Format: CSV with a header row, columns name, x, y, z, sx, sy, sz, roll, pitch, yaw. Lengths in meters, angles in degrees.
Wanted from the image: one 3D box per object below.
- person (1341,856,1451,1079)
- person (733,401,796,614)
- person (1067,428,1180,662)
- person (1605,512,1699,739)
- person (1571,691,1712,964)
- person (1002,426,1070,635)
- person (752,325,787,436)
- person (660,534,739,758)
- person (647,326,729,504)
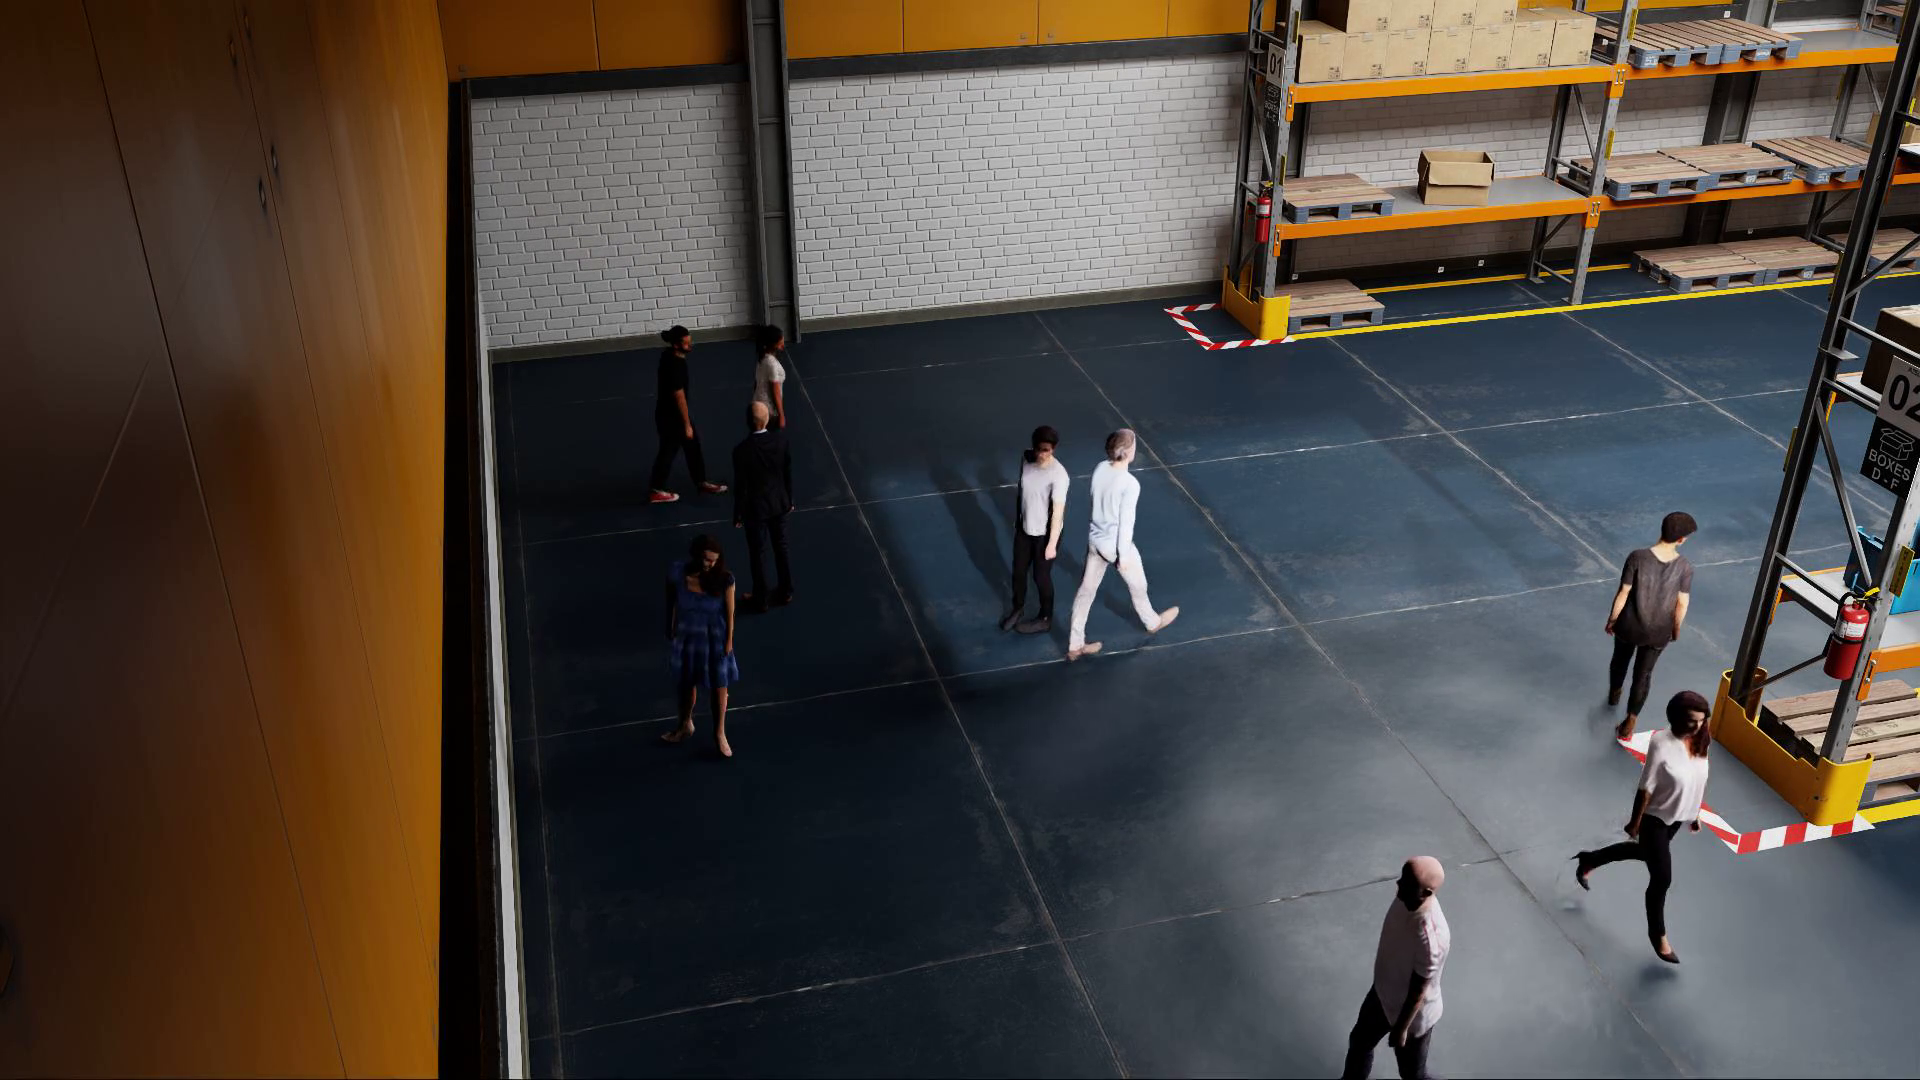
name,x,y,z,sx,sy,sz,roll,pitch,yaw
person,2.343,2.354,8.397,1.155,1.820,0.847,0,29,0
person,-1.553,-0.267,13.224,0.628,1.800,0.809,-16,33,-27
person,1.058,0.088,12.532,1.295,1.838,0.955,-18,34,-30
person,4.824,0.627,11.716,1.097,1.674,1.113,12,31,20
person,4.067,1.603,9.839,1.107,1.757,0.861,-16,32,-27
person,0.659,-0.082,12.837,0.785,1.846,0.824,-15,32,-25
person,-1.797,-1.190,15.115,0.588,1.610,0.605,-13,31,-23
person,-1.826,0.719,11.436,0.741,1.780,0.949,9,30,16
person,-2.637,-1.099,14.837,1.004,1.716,0.745,-6,29,-11
